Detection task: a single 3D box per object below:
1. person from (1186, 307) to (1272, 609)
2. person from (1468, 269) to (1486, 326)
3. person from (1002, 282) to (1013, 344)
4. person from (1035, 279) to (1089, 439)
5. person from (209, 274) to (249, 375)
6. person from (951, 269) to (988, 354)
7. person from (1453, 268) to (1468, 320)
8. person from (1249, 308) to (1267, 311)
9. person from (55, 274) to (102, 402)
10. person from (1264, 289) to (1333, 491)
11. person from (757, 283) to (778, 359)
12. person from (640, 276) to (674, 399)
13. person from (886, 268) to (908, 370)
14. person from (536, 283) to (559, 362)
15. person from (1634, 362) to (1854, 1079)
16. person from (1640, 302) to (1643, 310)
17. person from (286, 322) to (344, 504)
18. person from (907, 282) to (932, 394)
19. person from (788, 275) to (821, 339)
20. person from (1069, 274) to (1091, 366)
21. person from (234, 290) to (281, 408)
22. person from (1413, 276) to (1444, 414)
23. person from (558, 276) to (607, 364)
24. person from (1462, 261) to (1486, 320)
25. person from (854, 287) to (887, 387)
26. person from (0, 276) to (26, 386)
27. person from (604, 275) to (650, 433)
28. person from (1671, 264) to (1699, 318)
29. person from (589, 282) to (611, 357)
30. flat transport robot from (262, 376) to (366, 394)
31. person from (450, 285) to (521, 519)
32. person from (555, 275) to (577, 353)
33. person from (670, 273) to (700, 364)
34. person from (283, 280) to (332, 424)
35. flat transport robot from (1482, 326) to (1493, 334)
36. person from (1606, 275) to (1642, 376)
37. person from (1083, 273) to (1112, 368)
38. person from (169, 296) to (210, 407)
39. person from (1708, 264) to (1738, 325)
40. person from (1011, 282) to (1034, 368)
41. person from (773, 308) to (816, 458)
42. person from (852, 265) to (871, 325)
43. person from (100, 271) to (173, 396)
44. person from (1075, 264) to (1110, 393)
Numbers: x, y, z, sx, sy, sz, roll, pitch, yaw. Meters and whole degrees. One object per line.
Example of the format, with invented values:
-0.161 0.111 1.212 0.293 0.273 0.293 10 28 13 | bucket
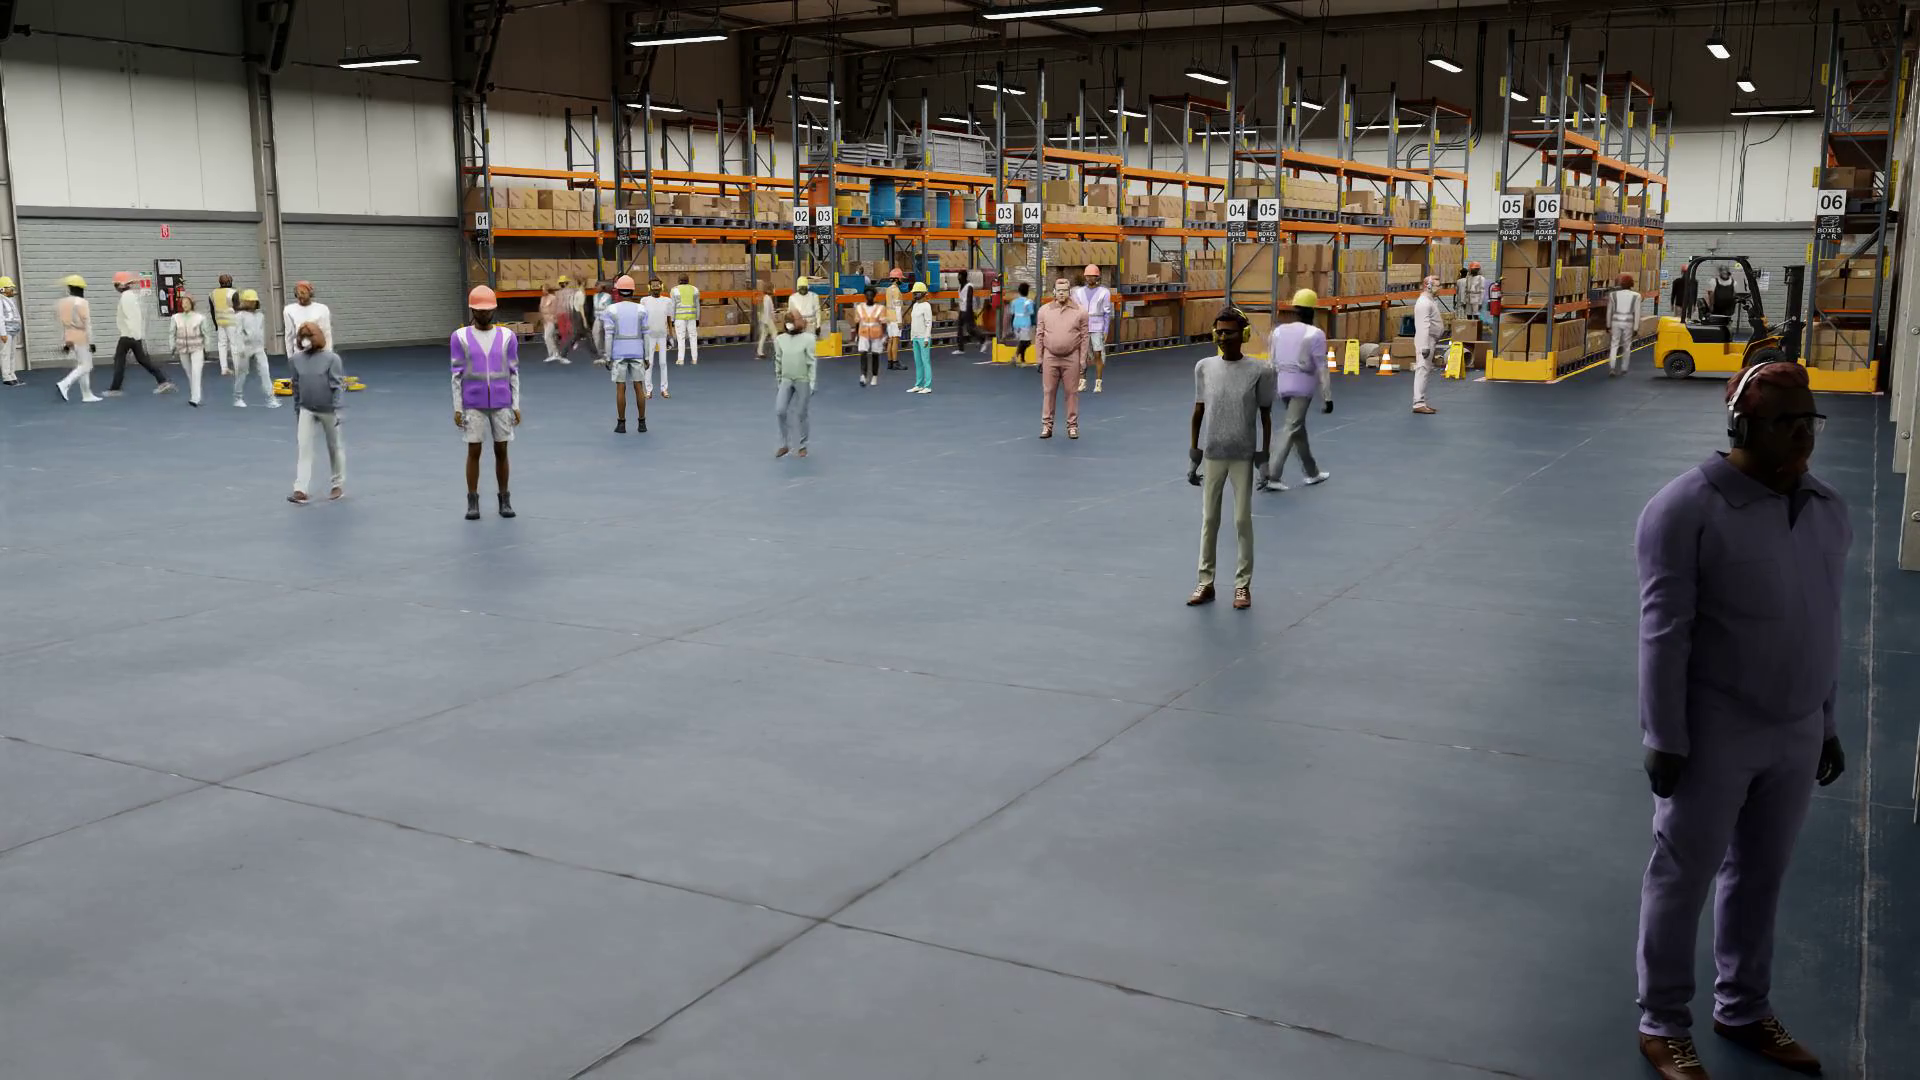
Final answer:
1.667 -0.502 10.295 0.528 1.864 0.315 4 11 23 | person
14.636 -6.806 47.339 0.611 1.821 0.587 -8 13 -40 | person
1.251 -5.502 39.601 0.640 1.855 0.999 6 11 32 | person
1.208 -2.153 19.857 0.649 1.911 0.406 1 10 7 | person
-13.433 -3.954 30.568 0.620 1.845 0.430 2 10 14 | person
0.203 -5.080 37.025 0.743 1.892 0.596 -5 11 -27 | person
13.491 -6.360 44.617 0.509 1.860 0.333 2 10 12 | person
7.452 -5.823 41.317 1.031 1.924 0.595 -8 13 -40 | person
-13.113 -2.971 24.626 0.602 1.908 0.682 6 11 31 | person
3.169 -1.398 15.534 1.009 1.870 0.608 -7 12 -36 | person
-3.950 -4.635 35.275 0.795 1.600 0.502 -2 10 -9 | person
-4.641 -3.100 25.484 0.516 1.873 0.329 -3 10 -17 | person
-1.225 -4.229 31.897 0.360 1.939 0.543 -4 10 -21 | person
-8.485 -4.471 34.241 0.384 1.624 0.531 -8 12 -38 | person
2.072 0.489 4.371 0.642 1.909 0.408 -4 10 -21 | person
17.987 -6.316 44.287 1.068 1.872 0.643 9 13 42 | person
-5.669 -1.110 14.628 0.515 1.589 0.833 0 10 1 | person
-0.634 -3.207 26.423 0.311 1.769 0.522 -6 11 -31 | person
-2.925 -4.047 31.192 0.614 1.813 0.475 -2 10 -11 | person
2.323 -4.337 32.894 0.645 1.820 0.601 9 14 44 | person
-10.166 -2.732 23.852 0.914 1.695 0.503 7 12 34 | person
6.506 -2.710 23.102 0.401 1.906 0.651 3 10 17 | person
-7.673 -4.423 33.517 1.000 1.782 0.575 -1 10 -5 | person
13.072 -6.073 42.396 0.384 2.041 0.626 -6 11 -30 | person
-1.493 -3.358 27.606 0.556 1.646 0.856 1 10 3 | person
-15.963 -3.496 27.909 0.404 1.835 0.587 -2 10 -11 | person
-4.105 -2.285 20.519 0.553 1.935 0.363 -4 10 -20 | person
18.334 -5.989 42.088 0.619 1.973 0.429 5 11 25 | person
-7.775 -4.755 35.885 0.546 1.613 0.649 6 11 30 | person
-10.324 -2.492 26.603 0.652 0.197 1.431 7 12 35 | flat transport robot
-3.917 -1.133 13.781 0.551 1.932 0.378 -4 10 -22 | person
-8.913 -5.112 37.603 0.544 1.750 0.420 3 10 15 | person
-5.541 -4.446 33.478 0.624 1.837 0.430 -5 11 -26 | person
-8.441 -2.434 21.604 0.590 1.873 0.486 -2 10 -10 | person
14.136 -5.809 46.024 1.431 0.197 0.652 -9 13 -42 | flat transport robot
12.021 -3.889 30.195 0.589 1.855 0.921 5 11 27 | person
2.649 -4.328 32.614 0.667 1.923 0.743 0 10 3 | person
-11.171 -2.732 24.125 0.508 1.594 0.875 -1 10 -5 | person
18.623 -5.774 40.643 0.677 2.000 0.943 3 10 19 | person
1.177 -4.134 32.118 0.538 1.681 0.650 8 12 39 | person
-1.781 -1.669 17.847 0.514 1.615 0.571 3 10 15 | person
-2.629 -6.322 44.150 0.627 1.940 0.371 9 13 42 | person
-12.914 -3.222 25.992 1.007 1.957 0.630 -2 10 -14 | person
2.083 -3.353 26.451 0.608 2.048 0.370 4 10 22 | person
